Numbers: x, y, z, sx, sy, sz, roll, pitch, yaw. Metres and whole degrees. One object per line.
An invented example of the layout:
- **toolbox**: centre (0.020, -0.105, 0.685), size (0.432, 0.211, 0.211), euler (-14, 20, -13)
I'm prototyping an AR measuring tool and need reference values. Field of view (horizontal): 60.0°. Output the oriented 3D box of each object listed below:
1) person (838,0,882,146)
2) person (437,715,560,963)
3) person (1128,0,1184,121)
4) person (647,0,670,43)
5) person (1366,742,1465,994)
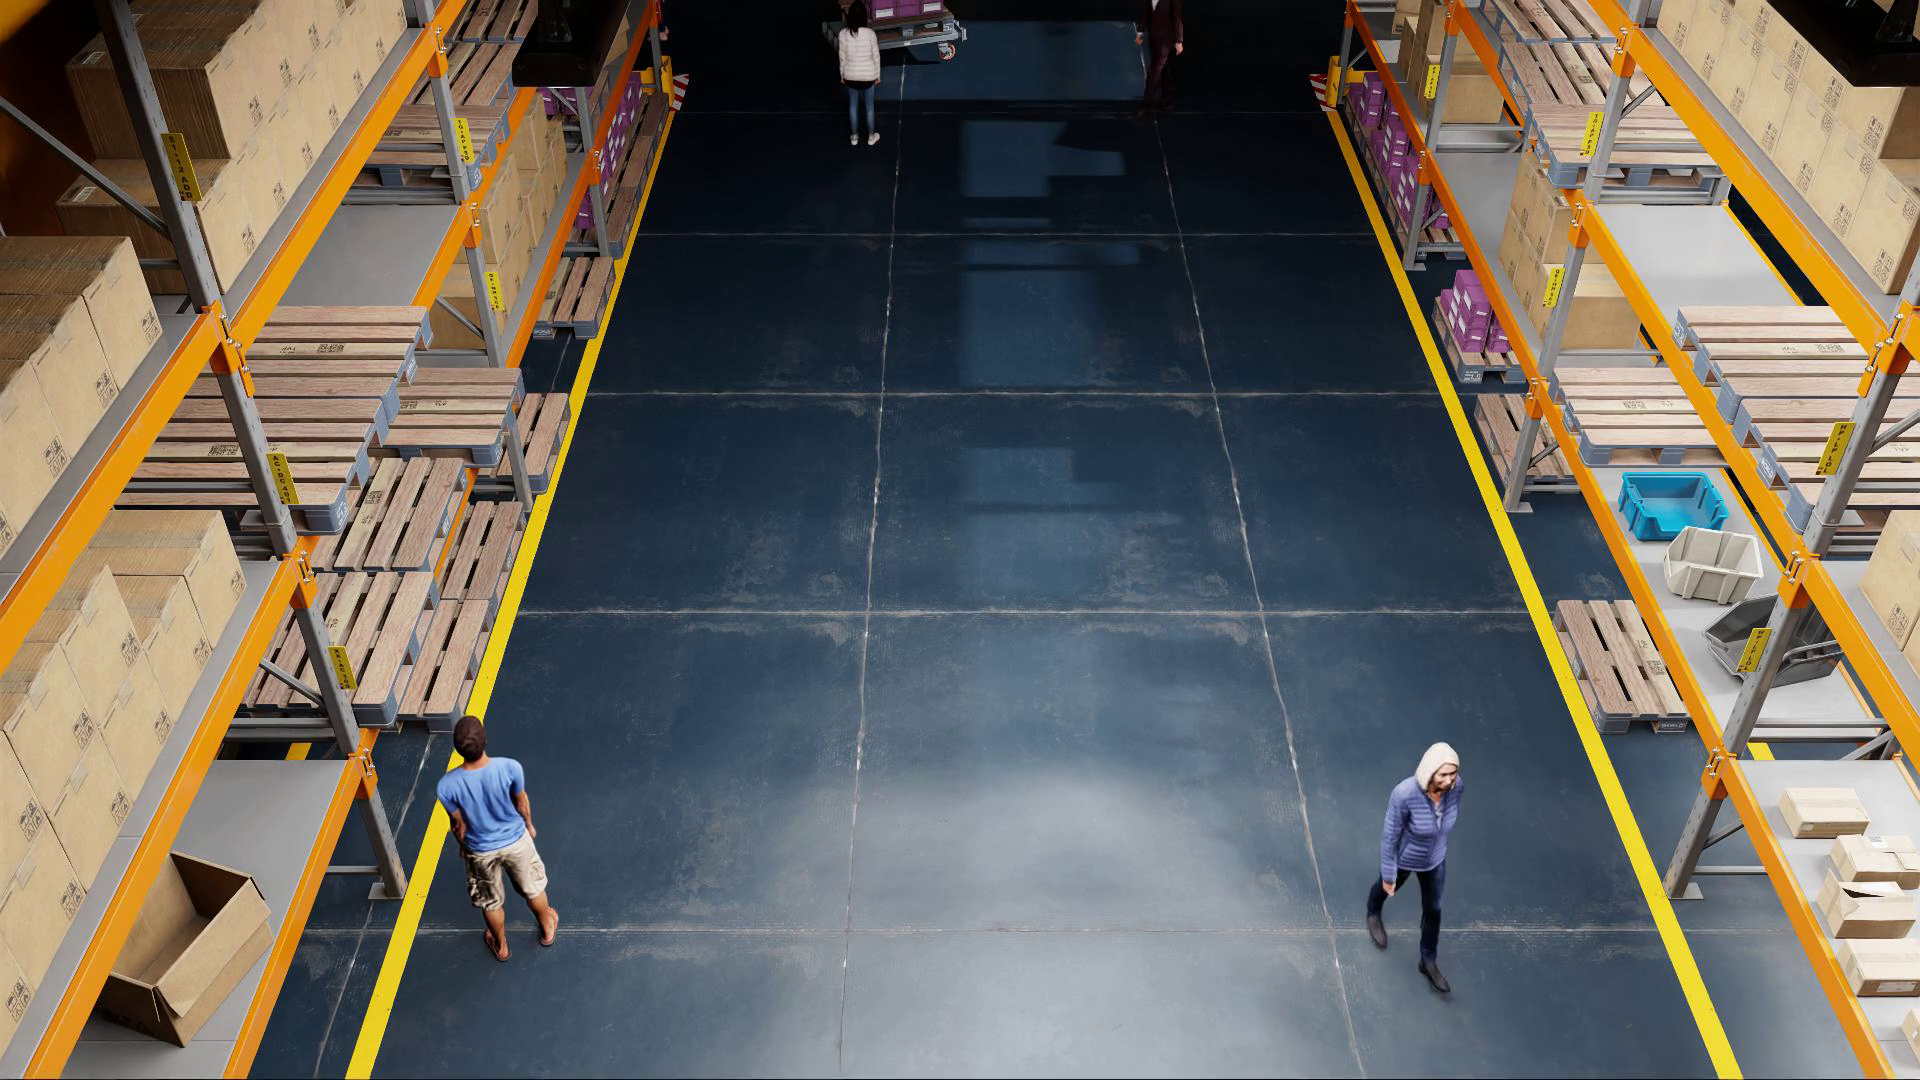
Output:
- **person**: centre (-1.117, -5.211, 18.569), size (0.629, 1.638, 0.564), euler (3, 39, 4)
- **person**: centre (-2.695, 1.743, 9.679), size (0.727, 1.864, 0.709), euler (-15, 41, -18)
- **person**: centre (2.386, -5.792, 19.137), size (1.095, 1.836, 1.107), euler (-21, 43, -24)
- **person**: centre (-3.835, -7.203, 20.984), size (0.672, 1.736, 0.569), euler (-7, 39, -9)
- **person**: centre (2.618, 1.769, 9.764), size (0.805, 1.719, 1.029), euler (-8, 39, -10)
